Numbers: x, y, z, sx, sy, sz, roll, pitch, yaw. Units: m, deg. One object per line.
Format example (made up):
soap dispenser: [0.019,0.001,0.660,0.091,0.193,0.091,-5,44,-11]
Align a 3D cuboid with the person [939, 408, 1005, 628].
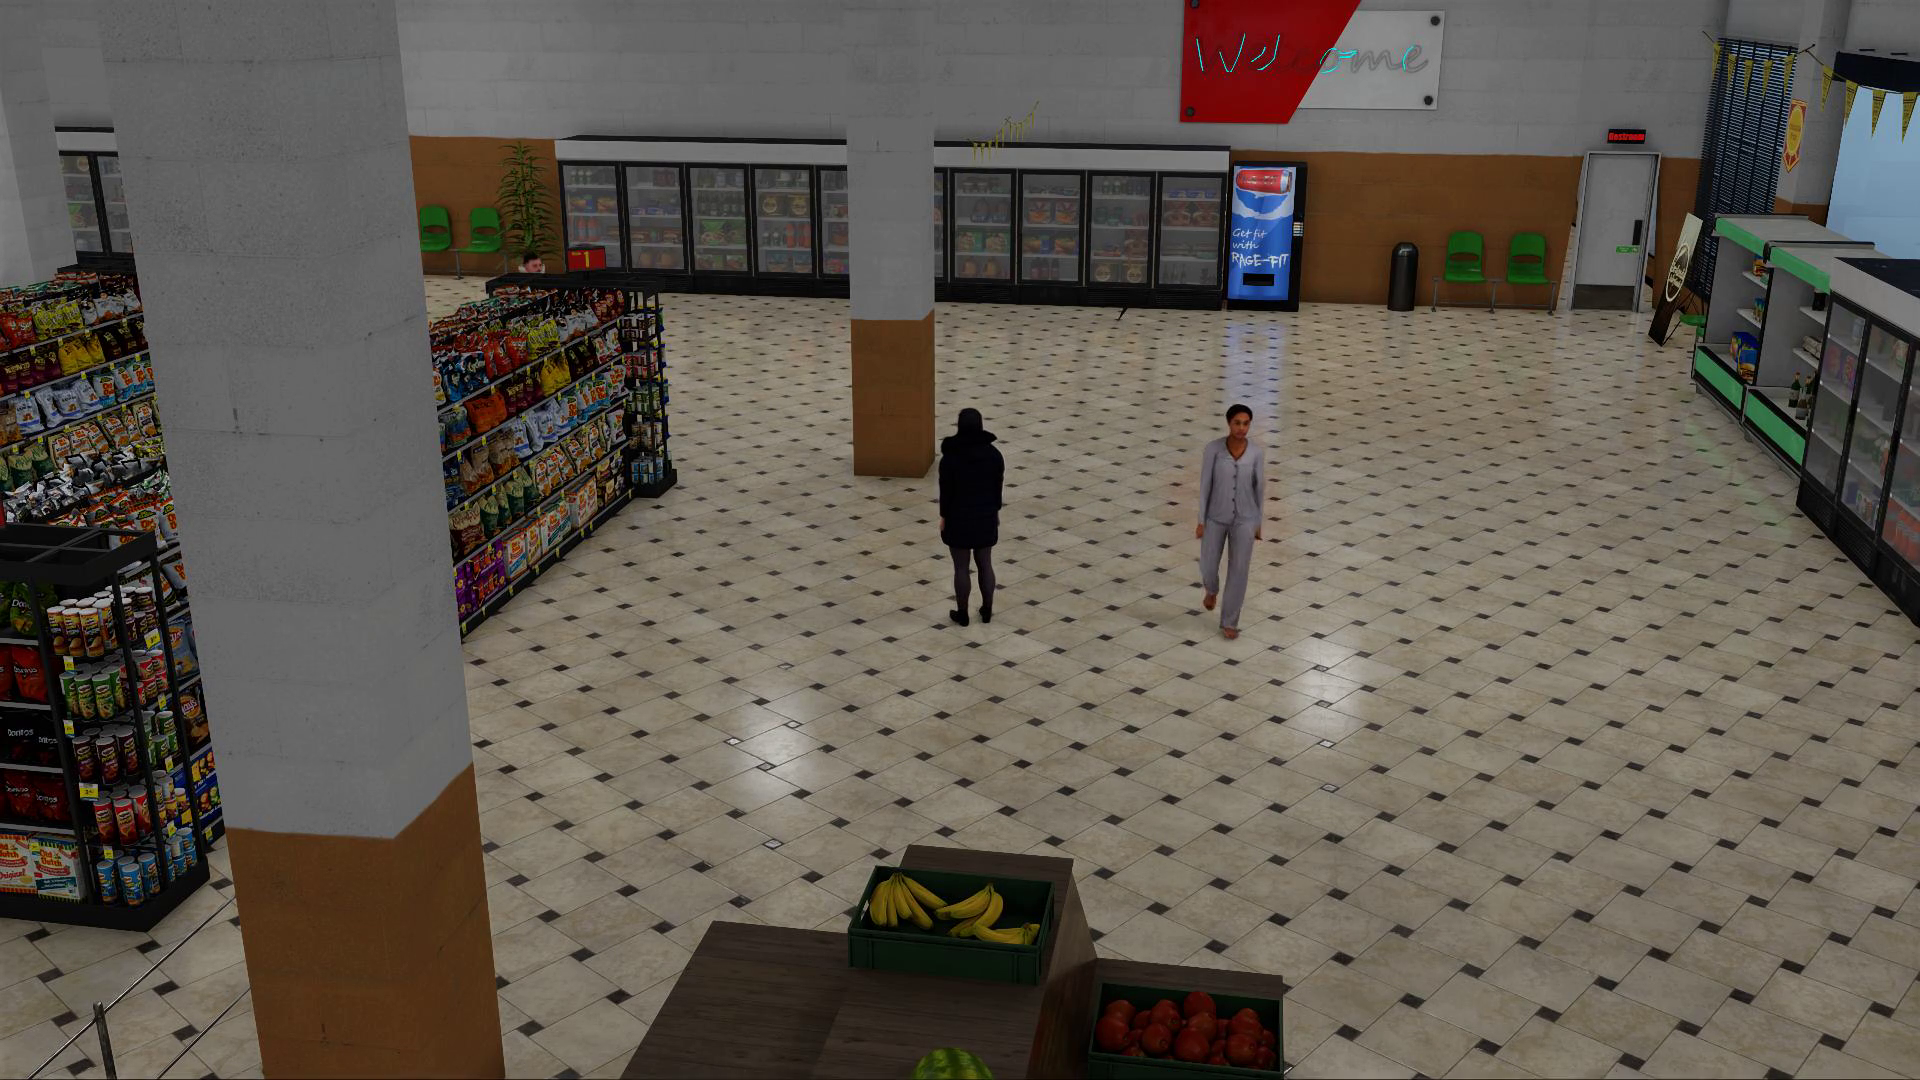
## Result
person: [0.080,-0.177,12.400,0.786,1.674,0.809,-6,20,-18]

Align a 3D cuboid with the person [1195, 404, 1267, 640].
person: [1.986,-0.176,12.319,0.707,1.724,0.895,1,19,3]
